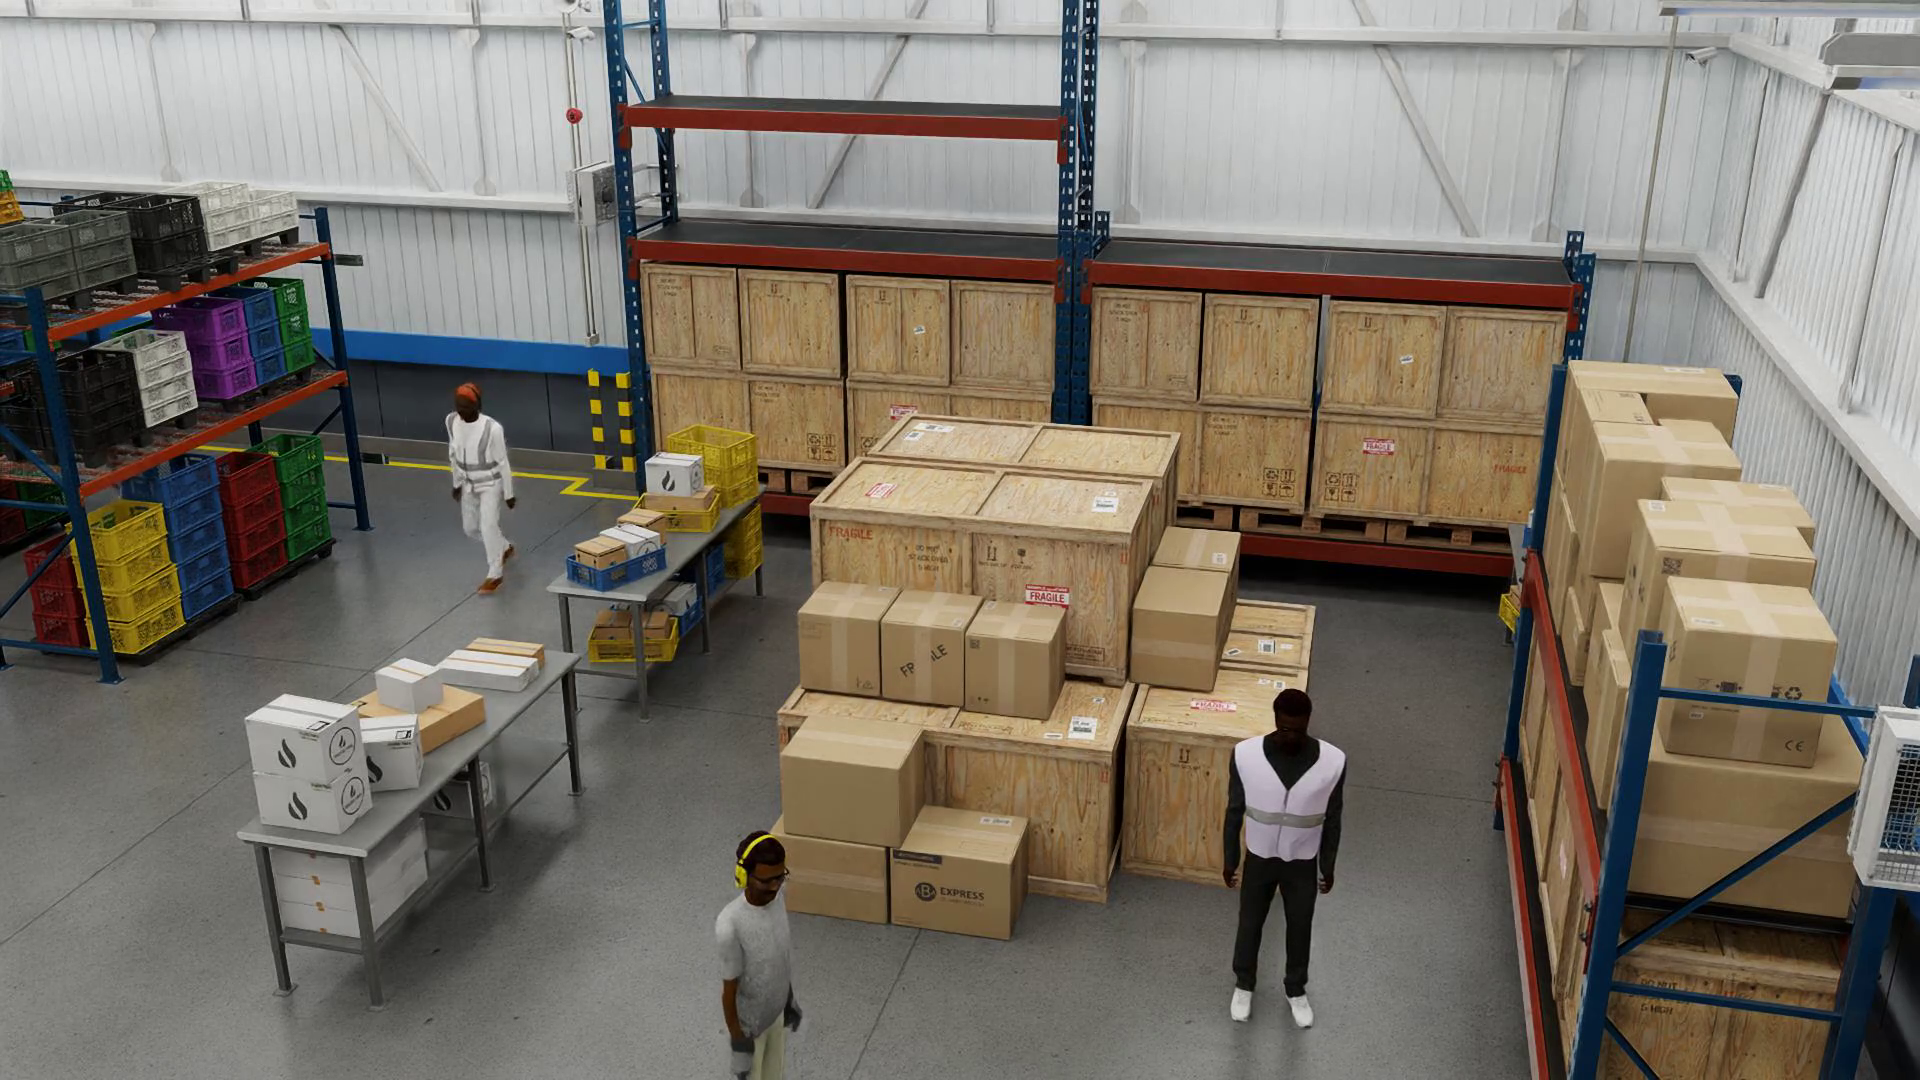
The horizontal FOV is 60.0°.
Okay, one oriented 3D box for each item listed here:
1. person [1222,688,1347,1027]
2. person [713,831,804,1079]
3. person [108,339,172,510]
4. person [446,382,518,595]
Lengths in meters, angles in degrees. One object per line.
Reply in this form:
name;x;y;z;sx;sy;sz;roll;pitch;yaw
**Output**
person;1.641;1.606;8.527;0.589;1.910;0.375;3;21;8
person;-0.859;2.106;7.289;0.330;1.861;0.518;9;23;22
person;-7.518;-0.950;15.218;0.577;1.906;0.670;16;26;36
person;-3.989;-0.476;14.051;0.607;1.859;0.612;11;23;26
